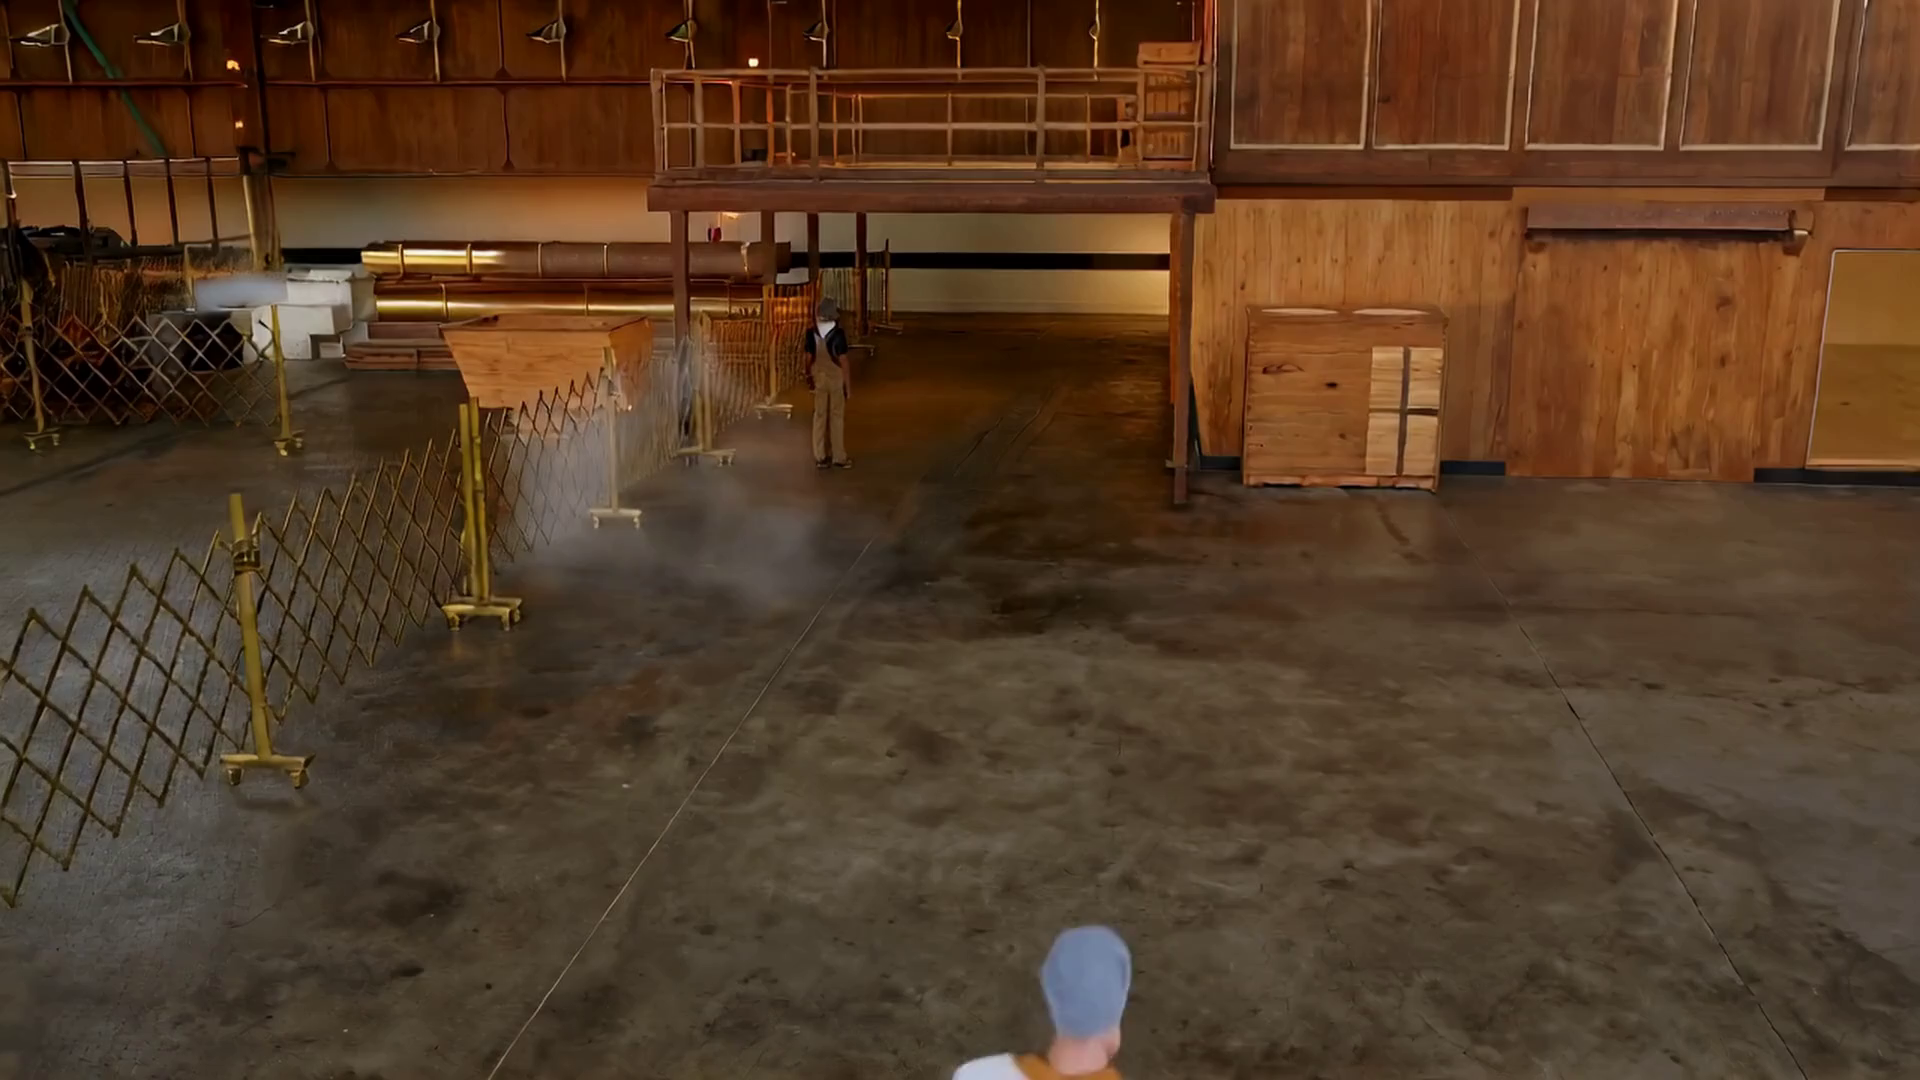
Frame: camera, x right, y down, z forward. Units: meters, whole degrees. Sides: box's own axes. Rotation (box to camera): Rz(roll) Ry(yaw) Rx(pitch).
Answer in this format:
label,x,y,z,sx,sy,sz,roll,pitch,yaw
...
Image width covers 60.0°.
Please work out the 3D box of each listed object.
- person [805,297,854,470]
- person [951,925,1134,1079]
label,x,y,z,sx,sy,sz,roll,pitch,yaw
person,-1.398,-1.672,17.783,0.508,1.846,0.345,6,15,25
person,0.234,1.767,3.668,0.603,1.883,0.947,6,15,24
